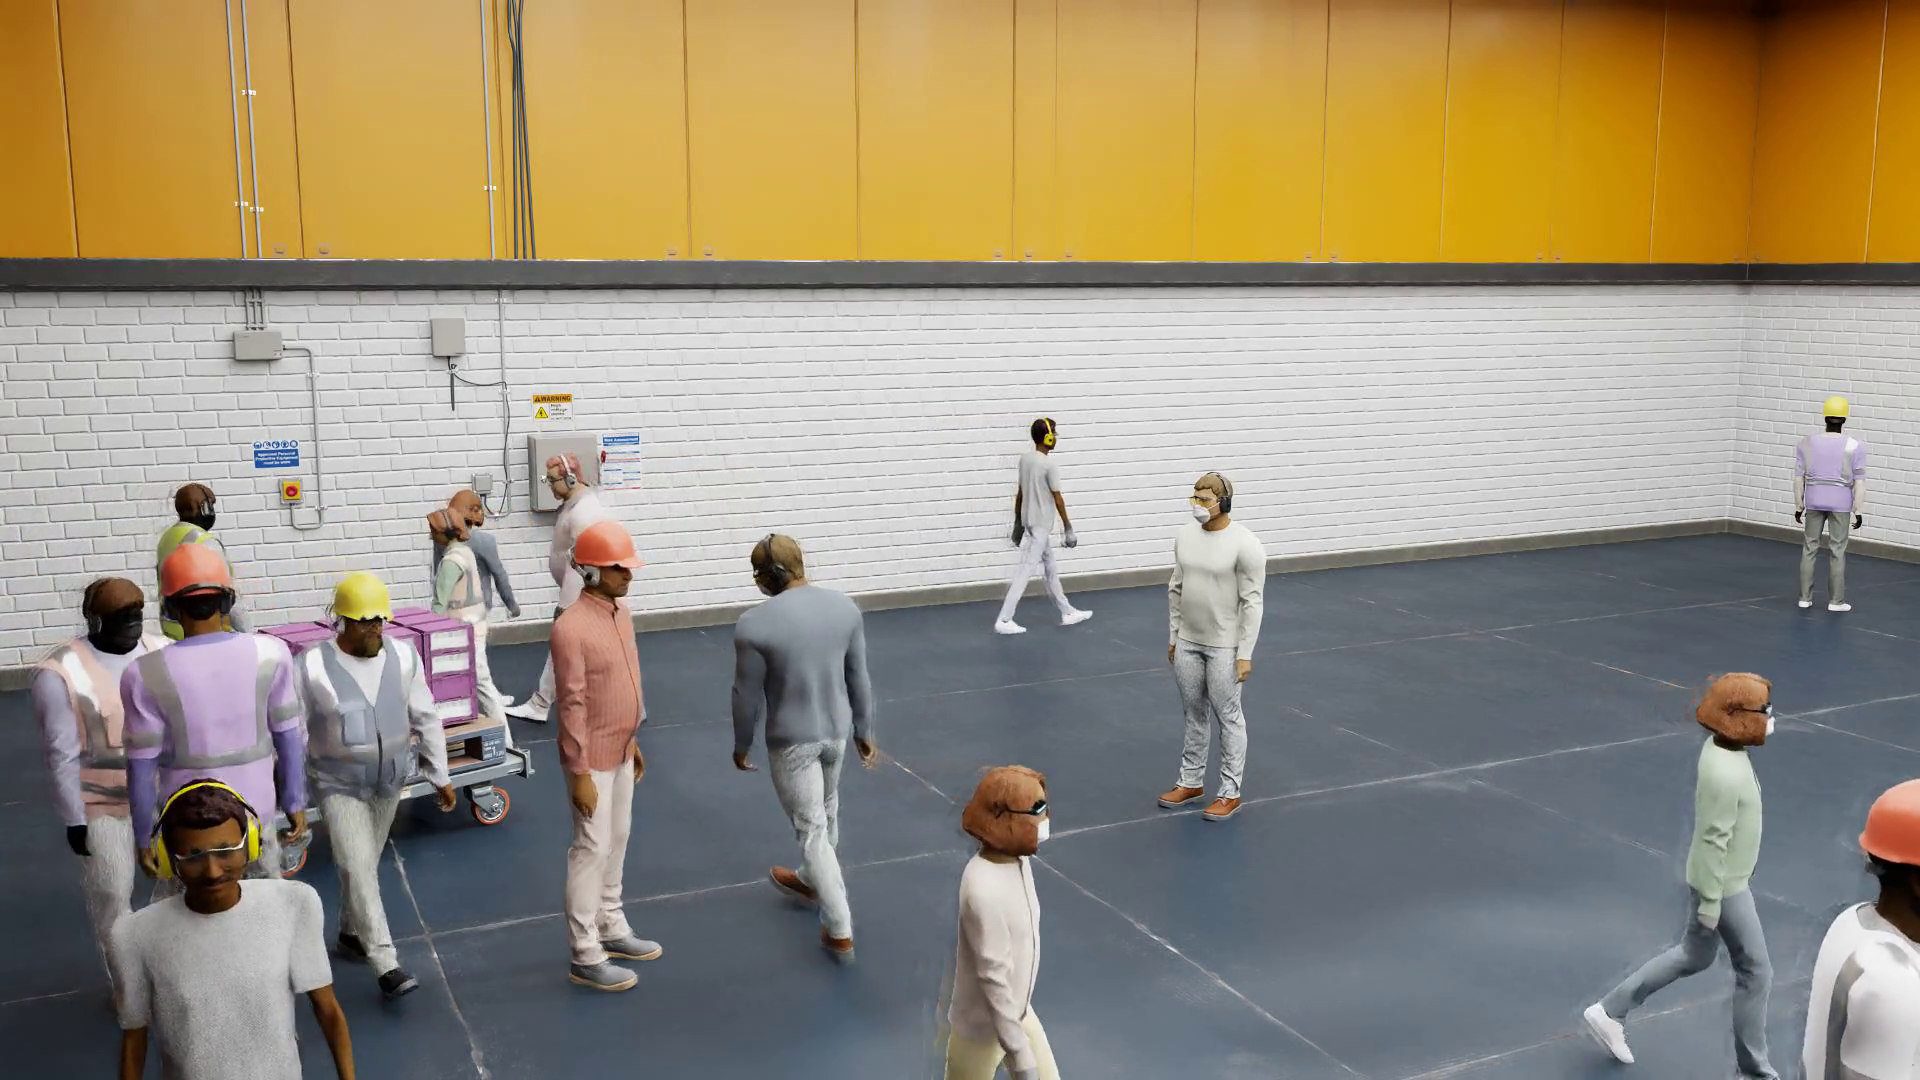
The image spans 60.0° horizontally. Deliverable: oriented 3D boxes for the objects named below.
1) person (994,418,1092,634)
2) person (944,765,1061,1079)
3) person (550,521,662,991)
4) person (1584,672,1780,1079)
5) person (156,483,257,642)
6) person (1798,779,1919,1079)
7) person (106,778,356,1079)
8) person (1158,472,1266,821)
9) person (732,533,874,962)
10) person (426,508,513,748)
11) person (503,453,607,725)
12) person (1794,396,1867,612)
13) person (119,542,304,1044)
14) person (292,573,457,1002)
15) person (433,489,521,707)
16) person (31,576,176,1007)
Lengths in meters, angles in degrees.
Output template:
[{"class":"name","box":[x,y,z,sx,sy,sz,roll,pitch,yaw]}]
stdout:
[{"class":"person","box":[0.695,-0.120,14.041,1.013,1.816,0.523,-5,10,-27]},{"class":"person","box":[0.178,1.453,4.956,0.860,1.590,0.508,3,10,18]},{"class":"person","box":[-1.507,0.905,7.113,0.408,1.989,0.629,2,9,12]},{"class":"person","box":[2.755,1.252,6.145,0.770,1.602,0.507,4,10,24]},{"class":"person","box":[-4.515,0.558,9.936,0.994,1.779,0.631,-7,12,-38]},{"class":"person","box":[2.149,1.475,3.771,0.498,1.923,0.566,4,10,21]},{"class":"person","box":[-1.752,1.477,4.123,0.546,1.804,0.978,-7,11,-37]},{"class":"person","box":[1.399,0.583,9.268,0.373,1.940,0.628,-8,12,-41]},{"class":"person","box":[-0.720,0.900,7.516,0.655,1.876,0.900,-7,12,-39]},{"class":"person","box":[-3.179,0.598,10.261,0.843,1.592,0.505,-2,9,-11]},{"class":"person","box":[-2.586,0.353,10.948,0.957,1.852,0.676,-3,10,-19]},{"class":"person","box":[7.769,-0.316,14.873,0.590,1.930,0.354,8,12,42]},{"class":"person","box":[-2.787,1.021,6.263,0.626,2.032,0.549,-7,11,-36]},{"class":"person","box":[-2.475,1.021,7.018,0.939,1.776,0.622,9,13,44]},{"class":"person","box":[-3.279,0.452,11.160,0.509,1.589,0.838,5,10,26]},{"class":"person","box":[-3.381,1.044,6.751,0.438,1.826,0.630,6,11,35]}]
